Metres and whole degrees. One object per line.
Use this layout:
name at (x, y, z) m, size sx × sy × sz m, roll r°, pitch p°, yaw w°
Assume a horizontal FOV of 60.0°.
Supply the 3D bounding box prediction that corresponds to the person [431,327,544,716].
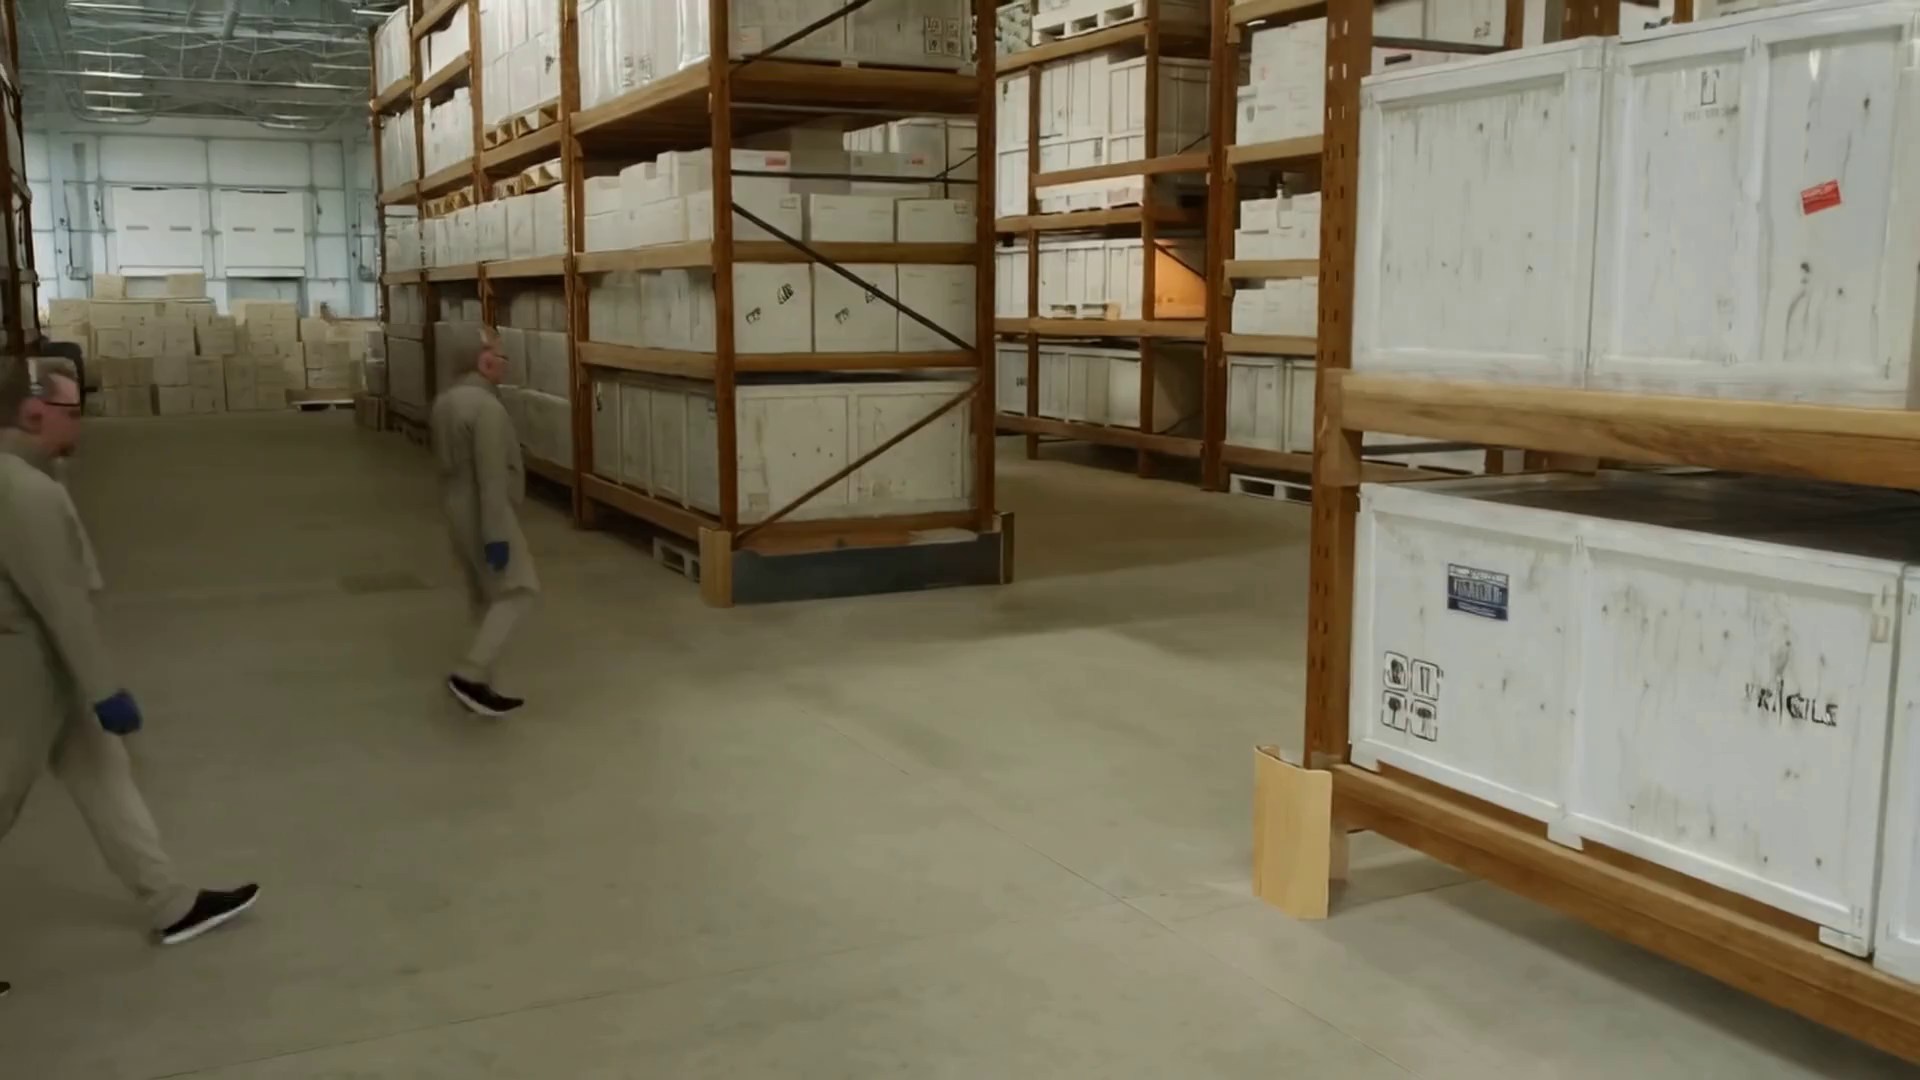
person at (-2.265, -0.073, 7.984) m, size 0.434 × 1.887 × 0.667 m, roll -6°, pitch 10°, yaw -35°

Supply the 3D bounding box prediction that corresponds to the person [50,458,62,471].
person at (-4.619, -0.009, 8.230) m, size 0.516 × 1.684 × 0.550 m, roll -6°, pitch 10°, yaw -35°

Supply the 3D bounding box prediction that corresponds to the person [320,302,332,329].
person at (-21.227, -7.033, 55.942) m, size 0.827 × 1.917 × 0.637 m, roll -8°, pitch 11°, yaw -43°

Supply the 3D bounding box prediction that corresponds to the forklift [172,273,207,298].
forklift at (-23.801, -6.887, 51.578) m, size 1.873 × 2.768 × 1.129 m, roll 6°, pitch 10°, yaw 37°

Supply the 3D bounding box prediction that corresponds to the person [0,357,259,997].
person at (-2.673, 0.399, 4.881) m, size 1.013 × 1.852 × 0.659 m, roll -4°, pitch 9°, yaw -28°

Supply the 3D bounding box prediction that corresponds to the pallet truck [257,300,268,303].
pallet truck at (-23.913, -7.404, 58.171) m, size 1.885 × 1.965 × 0.823 m, roll -1°, pitch 8°, yaw -9°

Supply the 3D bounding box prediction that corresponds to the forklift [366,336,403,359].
forklift at (-11.019, -4.281, 33.612) m, size 1.873 × 2.768 × 1.129 m, roll 5°, pitch 10°, yaw 30°
